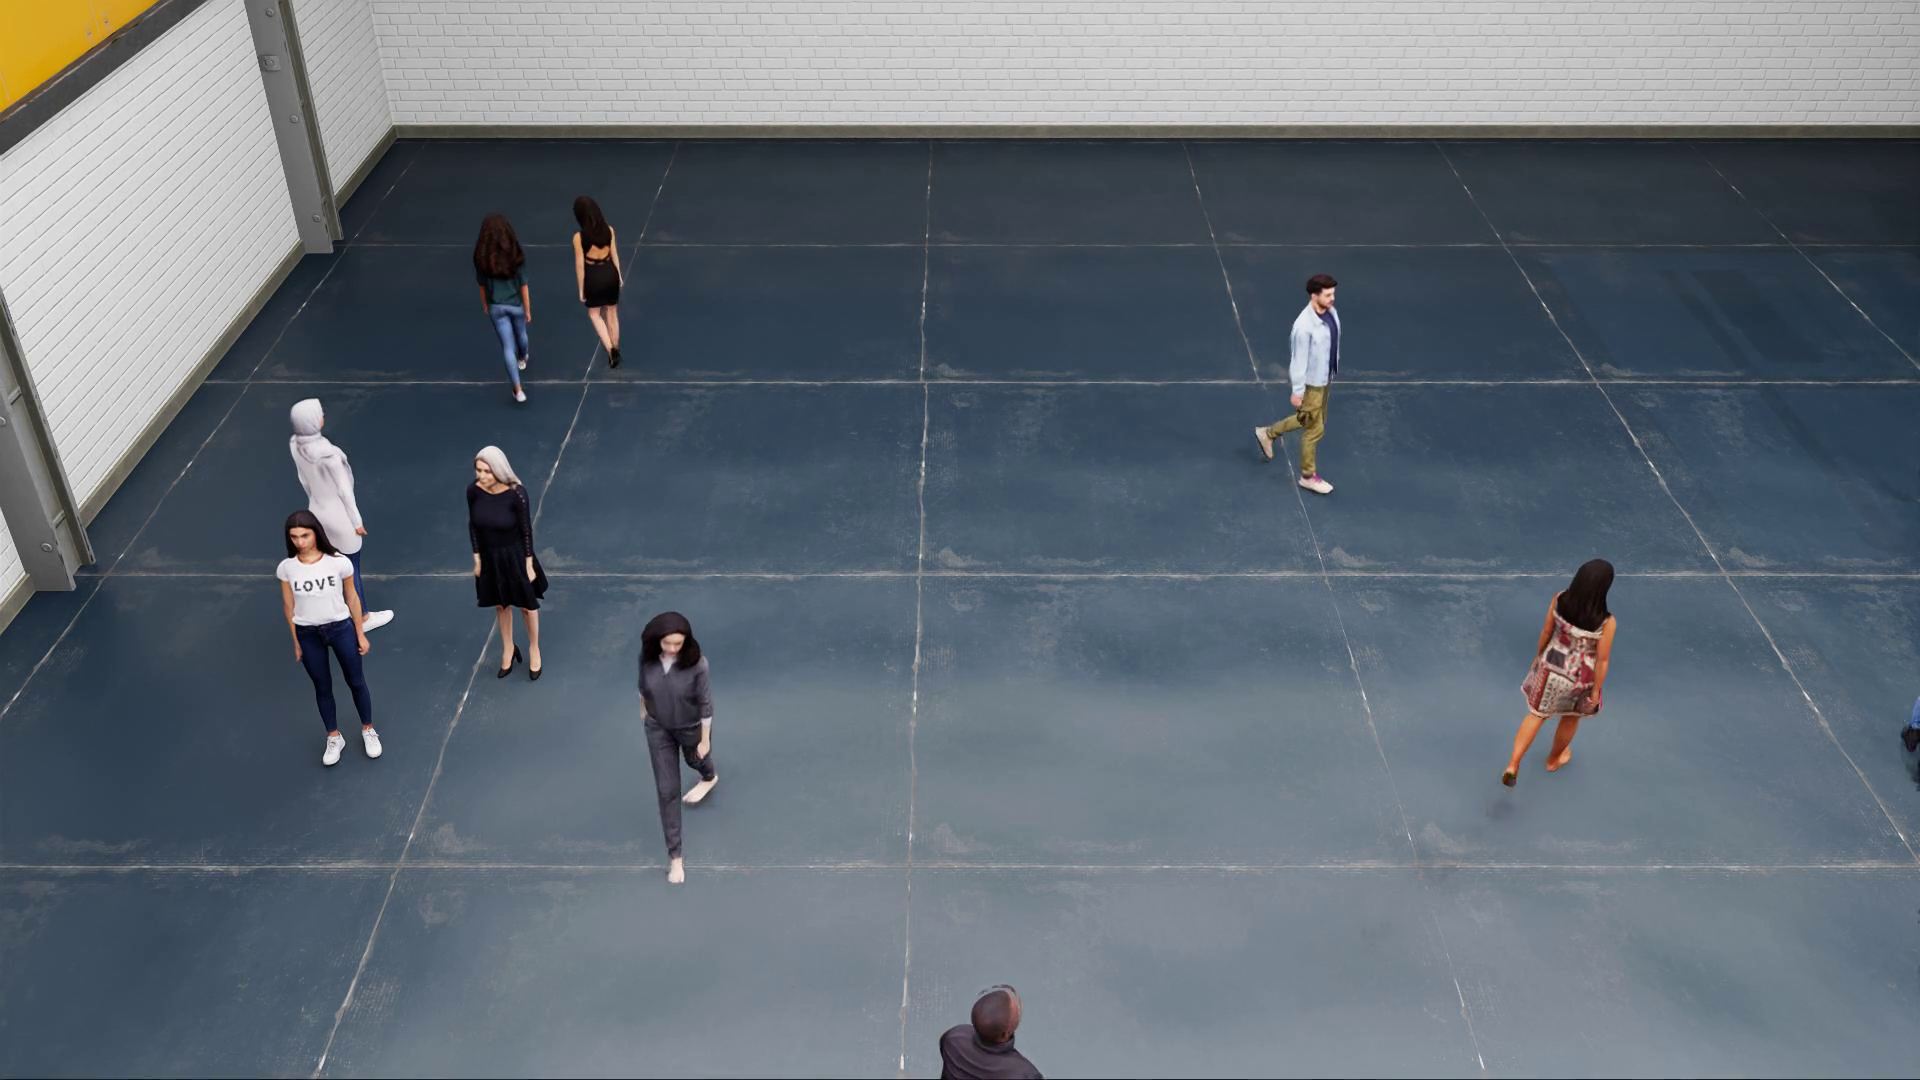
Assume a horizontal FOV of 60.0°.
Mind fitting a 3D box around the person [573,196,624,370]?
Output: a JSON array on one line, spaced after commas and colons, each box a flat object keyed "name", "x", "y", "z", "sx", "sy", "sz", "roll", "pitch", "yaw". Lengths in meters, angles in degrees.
[{"name": "person", "x": -3.088, "y": -2.175, "z": 14.452, "sx": 0.757, "sy": 1.633, "sz": 0.830, "roll": -16, "pitch": 37, "yaw": -23}]

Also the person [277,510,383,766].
[{"name": "person", "x": -3.864, "y": 0.588, "z": 10.168, "sx": 0.641, "sy": 1.774, "sz": 0.599, "roll": -8, "pitch": 35, "yaw": -12}]

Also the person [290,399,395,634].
[{"name": "person", "x": -4.258, "y": -0.157, "z": 11.288, "sx": 0.689, "sy": 1.775, "sz": 0.697, "roll": 19, "pitch": 38, "yaw": 26}]

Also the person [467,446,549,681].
[{"name": "person", "x": -2.958, "y": 0.155, "z": 10.844, "sx": 0.633, "sy": 1.747, "sz": 0.612, "roll": 6, "pitch": 34, "yaw": 8}]

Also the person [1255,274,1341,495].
[{"name": "person", "x": 2.670, "y": -1.249, "z": 12.911, "sx": 1.066, "sy": 1.797, "sz": 1.070, "roll": 22, "pitch": 39, "yaw": 29}]

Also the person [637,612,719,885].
[{"name": "person", "x": -1.605, "y": 1.037, "z": 9.567, "sx": 0.739, "sy": 1.692, "sz": 1.184, "roll": 7, "pitch": 34, "yaw": 11}]

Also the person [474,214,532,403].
[{"name": "person", "x": -3.858, "y": -1.941, "z": 14.161, "sx": 0.781, "sy": 1.566, "sz": 1.165, "roll": -8, "pitch": 35, "yaw": -12}]

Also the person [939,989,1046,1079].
[{"name": "person", "x": 0.148, "y": 2.582, "z": 7.113, "sx": 0.778, "sy": 1.835, "sz": 0.797, "roll": 22, "pitch": 40, "yaw": 30}]

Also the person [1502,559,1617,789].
[{"name": "person", "x": 3.582, "y": 0.829, "z": 9.939, "sx": 1.062, "sy": 1.626, "sz": 0.998, "roll": -29, "pitch": 43, "yaw": -36}]
